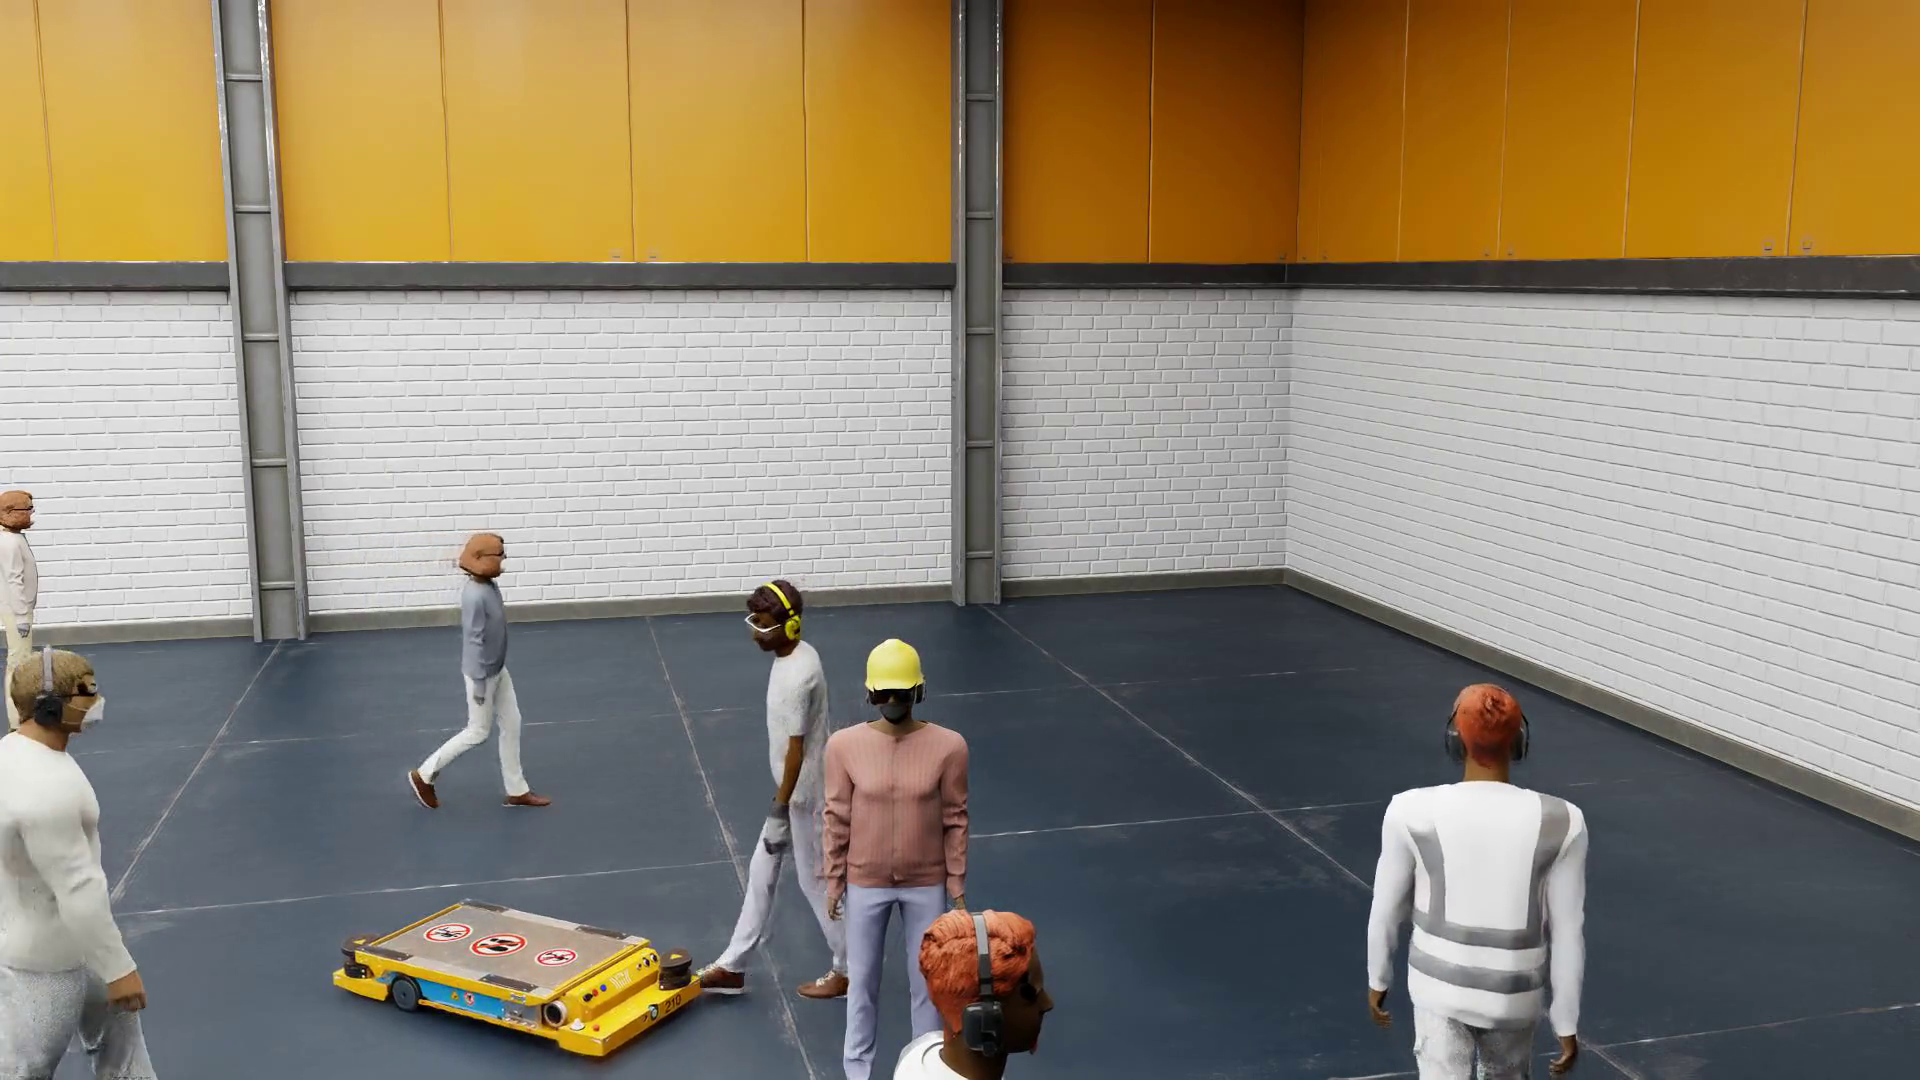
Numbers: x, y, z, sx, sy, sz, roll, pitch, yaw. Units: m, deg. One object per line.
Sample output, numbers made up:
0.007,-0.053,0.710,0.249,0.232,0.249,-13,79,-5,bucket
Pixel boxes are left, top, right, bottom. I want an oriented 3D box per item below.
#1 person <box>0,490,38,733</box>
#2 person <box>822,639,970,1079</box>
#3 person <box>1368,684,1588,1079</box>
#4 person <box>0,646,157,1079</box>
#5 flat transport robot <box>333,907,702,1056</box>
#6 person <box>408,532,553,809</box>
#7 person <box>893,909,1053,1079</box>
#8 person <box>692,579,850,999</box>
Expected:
-6.149,0.483,10.892,0.268,1.632,0.506,-5,10,-29,person
-0.225,1.216,5.910,0.525,1.769,0.315,-1,9,-4,person
1.529,1.326,5.002,0.599,1.834,0.955,2,9,12,person
-2.702,1.262,5.202,0.972,1.892,0.635,-5,10,-30,person
-1.856,1.794,6.952,1.431,0.197,0.652,5,10,27,flat transport robot
-2.722,0.744,9.350,0.709,1.608,0.504,0,9,-1,person
0.036,1.603,3.135,0.355,1.882,0.575,-2,9,-14,person
-0.775,1.044,6.820,0.867,1.816,0.600,-2,9,-10,person
